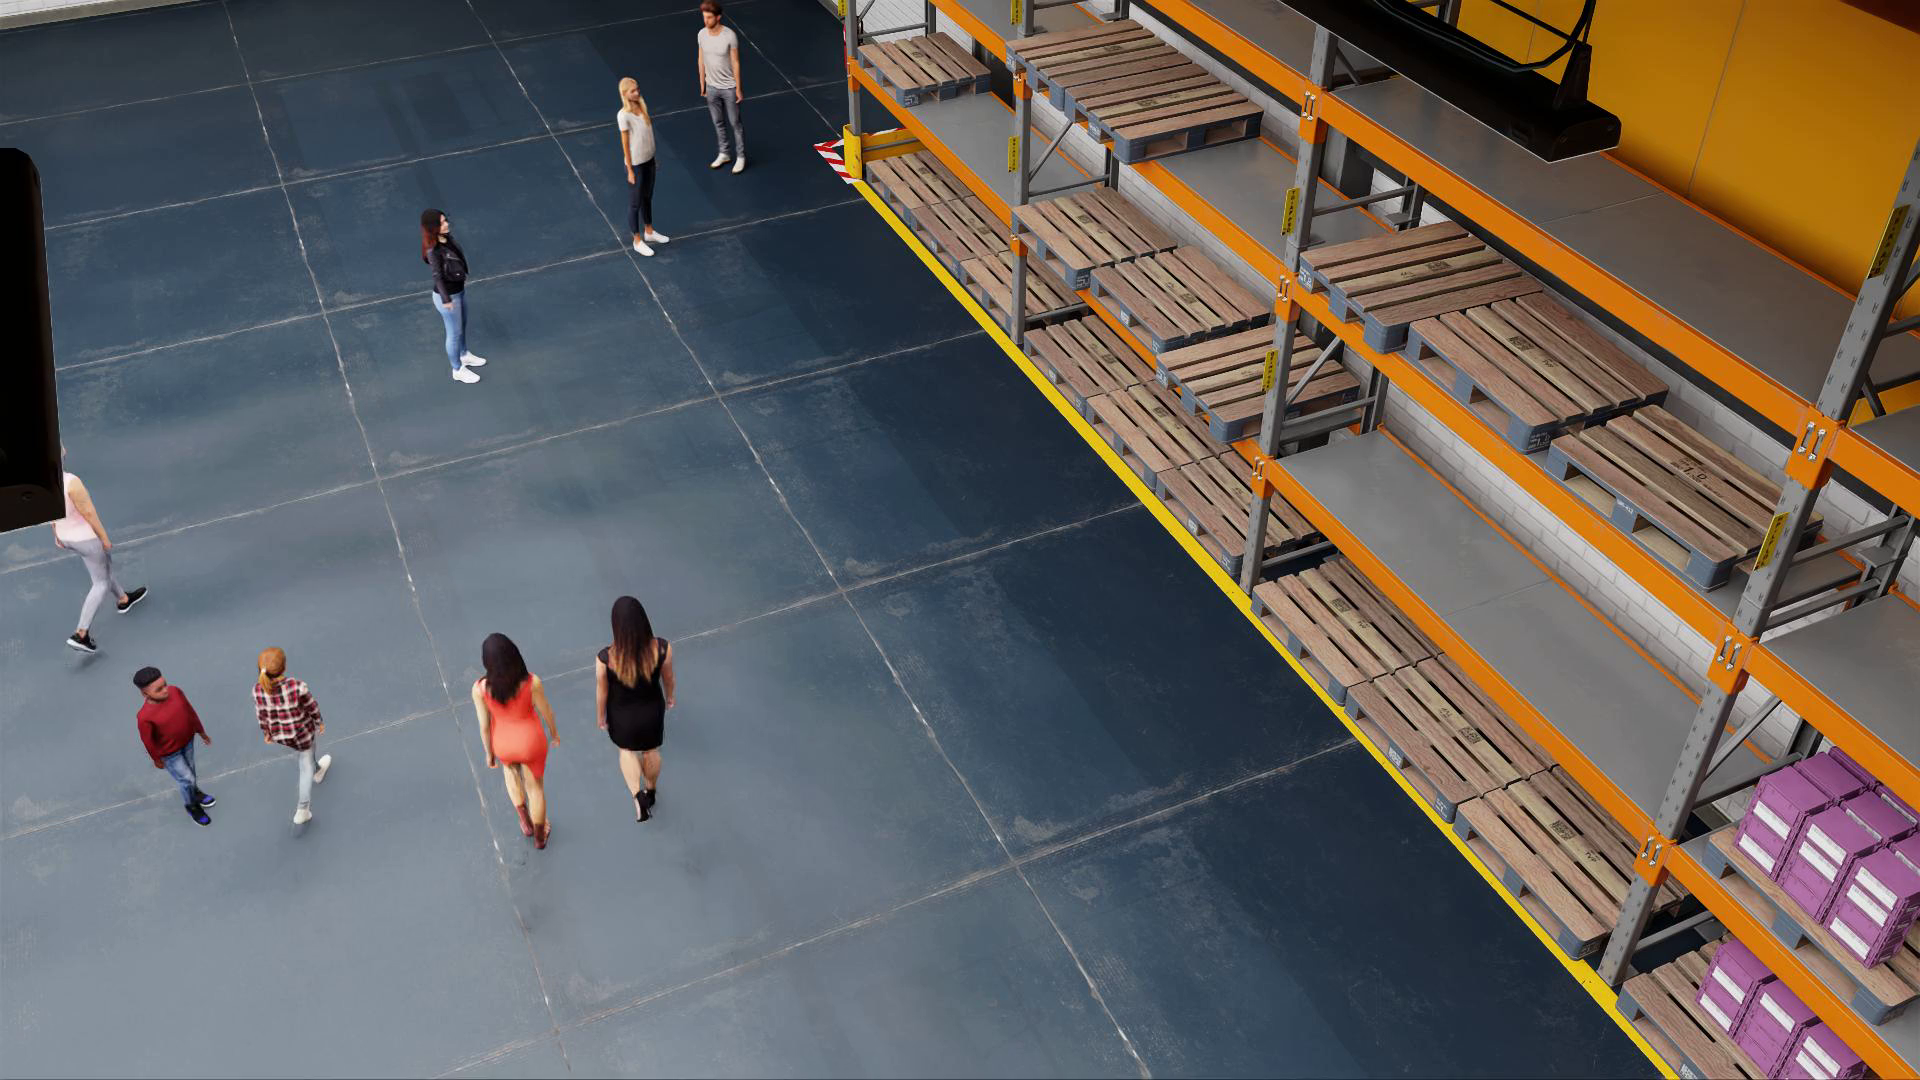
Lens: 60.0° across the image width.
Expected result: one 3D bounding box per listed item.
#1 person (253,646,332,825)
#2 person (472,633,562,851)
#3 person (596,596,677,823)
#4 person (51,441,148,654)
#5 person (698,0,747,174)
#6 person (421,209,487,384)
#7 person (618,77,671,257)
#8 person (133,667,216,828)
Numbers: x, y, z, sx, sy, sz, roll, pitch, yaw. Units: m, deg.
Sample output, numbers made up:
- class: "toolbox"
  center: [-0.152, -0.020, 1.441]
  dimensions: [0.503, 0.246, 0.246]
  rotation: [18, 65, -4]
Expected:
- class: "person"
  center: [-4.330, 1.267, 10.745]
  dimensions: [0.785, 1.284, 0.982]
  rotation: [2, 39, 2]
- class: "person"
  center: [-2.736, 1.330, 10.329]
  dimensions: [0.669, 1.705, 0.671]
  rotation: [-4, 39, -4]
- class: "person"
  center: [-2.017, 1.158, 10.555]
  dimensions: [0.719, 1.692, 0.806]
  rotation: [-16, 41, -19]
- class: "person"
  center: [-6.370, 0.034, 11.958]
  dimensions: [1.017, 1.697, 1.087]
  rotation: [12, 40, 15]
- class: "person"
  center: [-2.568, -4.935, 18.028]
  dimensions: [0.748, 1.887, 0.807]
  rotation: [13, 40, 15]
- class: "person"
  center: [-4.535, -2.195, 14.799]
  dimensions: [0.774, 1.634, 0.645]
  rotation: [0, 39, 0]
- class: "person"
  center: [-3.212, -3.749, 16.605]
  dimensions: [0.712, 1.808, 0.669]
  rotation: [16, 41, 19]
- class: "person"
  center: [-5.132, 1.286, 10.756]
  dimensions: [0.668, 1.241, 0.609]
  rotation: [14, 41, 16]
